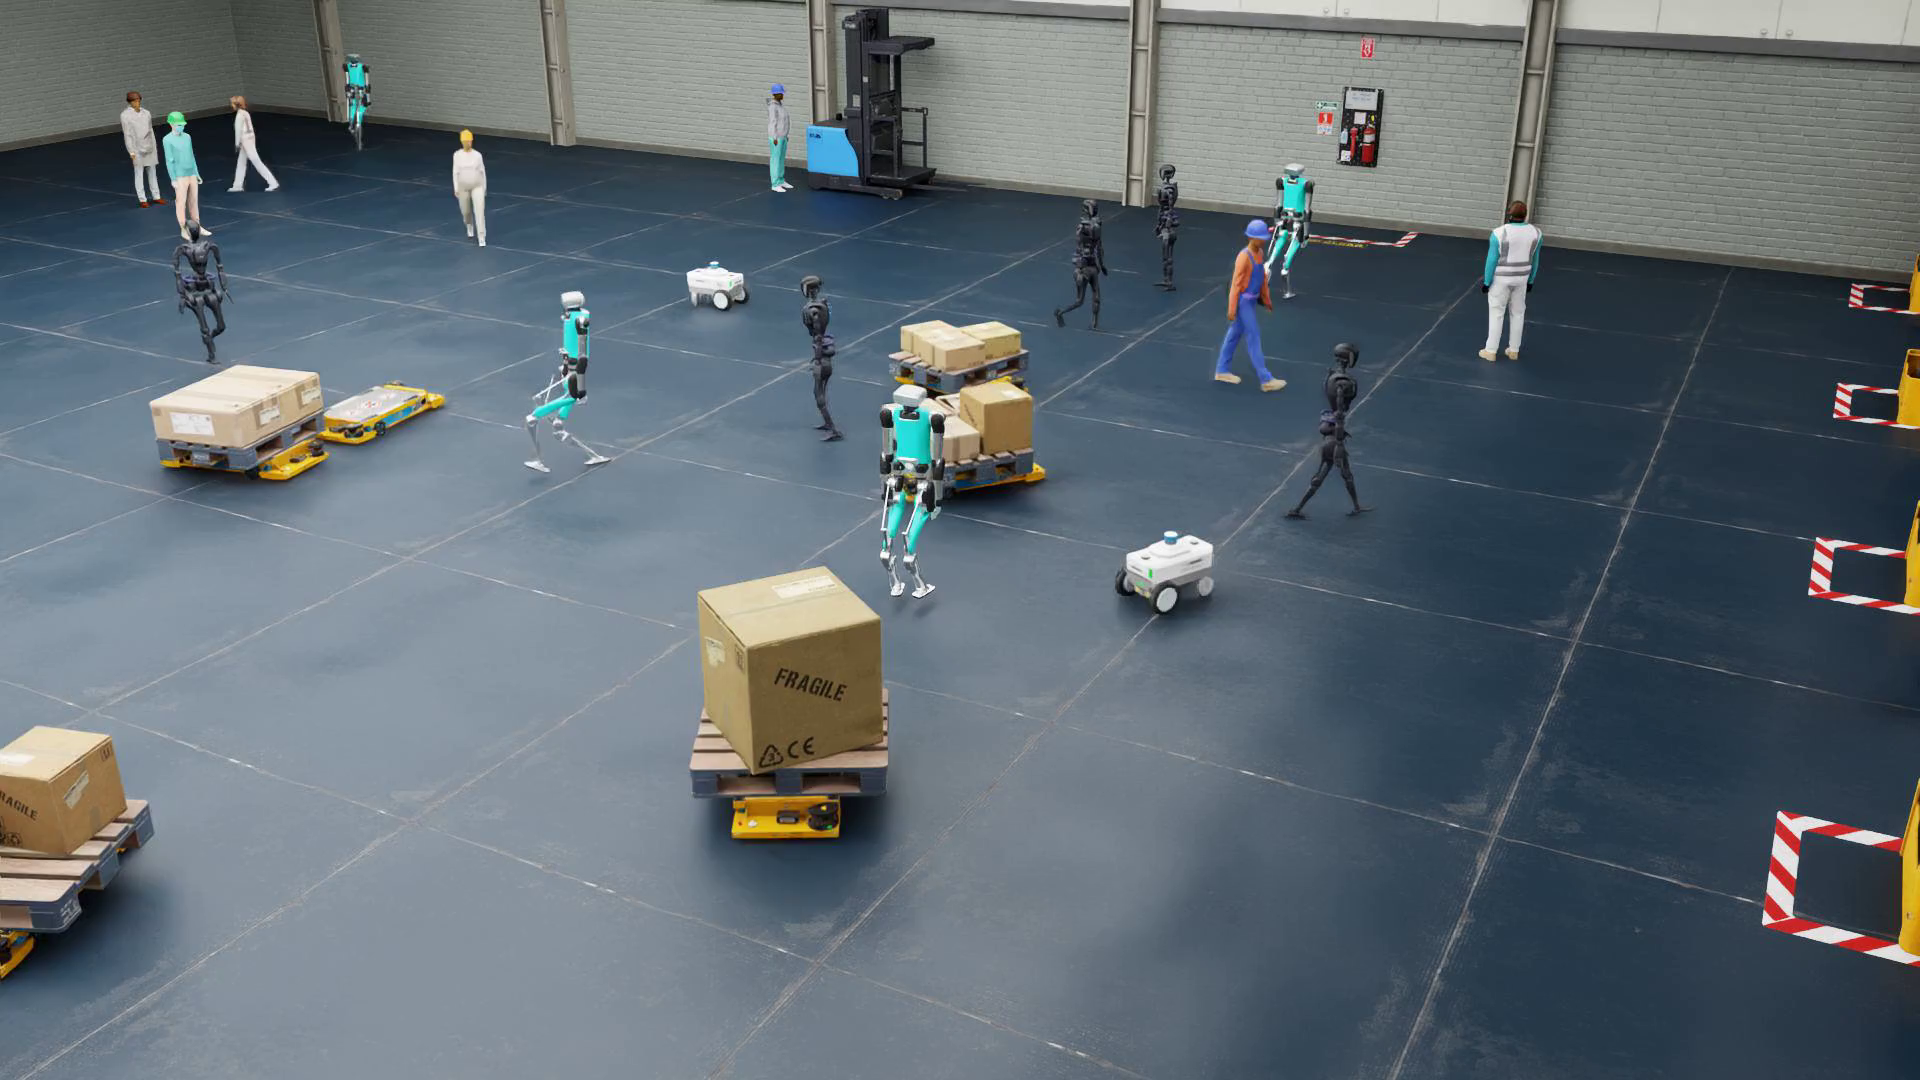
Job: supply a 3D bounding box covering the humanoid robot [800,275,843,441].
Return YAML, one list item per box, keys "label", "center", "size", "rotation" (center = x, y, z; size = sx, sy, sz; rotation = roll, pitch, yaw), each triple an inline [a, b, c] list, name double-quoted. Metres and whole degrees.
- label: "humanoid robot"
  center: [-1.408, -1.846, 16.670]
  size: [0.321, 1.638, 0.608]
  rotation: [-2, 23, -5]

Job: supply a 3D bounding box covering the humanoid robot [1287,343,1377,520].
- label: "humanoid robot"
  center: [3.319, -0.938, 14.619]
  size: [0.796, 1.622, 0.608]
  rotation: [5, 24, 11]

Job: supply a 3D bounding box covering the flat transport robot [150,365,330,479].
- label: "flat transport robot"
  center: [-6.923, -0.839, 16.115]
  size: [1.431, 0.231, 0.659]
  rotation: [7, 24, 15]

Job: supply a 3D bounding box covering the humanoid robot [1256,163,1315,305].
- label: "humanoid robot"
  center: [4.102, -3.876, 21.375]
  size: [0.548, 1.810, 0.891]
  rotation: [18, 29, 36]

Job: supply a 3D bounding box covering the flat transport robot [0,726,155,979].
- label: "flat transport robot"
  center: [-5.402, 1.993, 9.523]
  size: [0.659, 0.231, 1.431]
  rotation: [1, 23, 3]

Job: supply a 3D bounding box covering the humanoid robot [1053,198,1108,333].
- label: "humanoid robot"
  center: [1.498, -3.352, 20.213]
  size: [0.660, 1.637, 0.589]
  rotation: [15, 27, 31]

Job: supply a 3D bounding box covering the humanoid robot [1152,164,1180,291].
- label: "humanoid robot"
  center: [2.729, -4.136, 21.992]
  size: [0.315, 1.655, 0.599]
  rotation: [-2, 23, -4]

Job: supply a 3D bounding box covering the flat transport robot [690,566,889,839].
- label: "flat transport robot"
  center: [-1.062, 1.470, 10.741]
  size: [0.659, 0.231, 1.431]
  rotation: [-1, 23, -1]

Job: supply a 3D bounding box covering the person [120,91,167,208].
- label: "person"
  center: [-13.222, -6.317, 26.895]
  size: [0.367, 1.830, 0.503]
  rotation: [16, 28, 32]

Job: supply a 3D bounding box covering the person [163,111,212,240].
- label: "person"
  center: [-11.564, -5.437, 24.795]
  size: [0.354, 1.869, 0.507]
  rotation: [10, 25, 22]

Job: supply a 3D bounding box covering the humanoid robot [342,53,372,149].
- label: "humanoid robot"
  center: [-11.607, -8.315, 31.760]
  size: [0.531, 1.818, 0.820]
  rotation: [5, 24, 12]

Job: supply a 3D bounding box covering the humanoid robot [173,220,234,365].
- label: "humanoid robot"
  center: [-8.709, -2.864, 19.051]
  size: [0.522, 1.640, 0.609]
  rotation: [20, 30, 39]

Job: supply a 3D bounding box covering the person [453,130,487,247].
- label: "person"
  center: [-7.211, -5.215, 24.517]
  size: [0.463, 1.672, 0.733]
  rotation: [-5, 24, -11]

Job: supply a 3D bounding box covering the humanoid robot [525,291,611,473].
- label: "humanoid robot"
  center: [-3.868, -1.433, 15.701]
  size: [1.015, 1.773, 0.533]
  rotation: [-11, 26, -24]

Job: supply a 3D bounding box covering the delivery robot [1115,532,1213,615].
- label: "delivery robot"
  center: [1.661, 0.223, 13.266]
  size: [0.775, 0.583, 0.499]
  rotation: [-16, 28, -32]

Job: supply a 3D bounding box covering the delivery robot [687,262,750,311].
- label: "delivery robot"
  center: [-3.126, -3.274, 21.427]
  size: [0.769, 0.597, 0.508]
  rotation: [11, 26, 24]

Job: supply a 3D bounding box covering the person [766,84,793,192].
- label: "person"
  center: [-3.066, -6.795, 28.075]
  size: [0.360, 1.778, 0.526]
  rotation: [6, 24, 13]

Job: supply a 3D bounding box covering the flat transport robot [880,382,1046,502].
- label: "flat transport robot"
  center: [0.006, -0.666, 15.714]
  size: [1.431, 0.231, 0.659]
  rotation: [-11, 26, -24]

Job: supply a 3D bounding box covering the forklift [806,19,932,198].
- label: "forklift"
  center: [-1.573, -7.292, 27.850]
  size: [1.873, 2.768, 1.129]
  rotation: [12, 26, 25]

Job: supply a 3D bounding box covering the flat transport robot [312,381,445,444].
- label: "flat transport robot"
  center: [-6.064, -1.326, 17.249]
  size: [0.659, 0.231, 1.431]
  rotation: [8, 25, 19]

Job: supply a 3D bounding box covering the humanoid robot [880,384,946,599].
- label: "humanoid robot"
  center: [-0.440, -0.315, 12.866]
  size: [0.533, 1.677, 0.735]
  rotation: [8, 24, 18]

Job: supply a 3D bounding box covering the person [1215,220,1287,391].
- label: "person"
  center: [3.228, -2.554, 18.087]
  size: [0.957, 1.860, 0.529]
  rotation: [11, 26, 24]

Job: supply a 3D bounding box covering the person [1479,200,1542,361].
- label: "person"
  center: [6.296, -2.976, 19.099]
  size: [0.632, 1.841, 0.429]
  rotation: [-3, 23, -8]

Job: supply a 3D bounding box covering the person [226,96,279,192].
- label: "person"
  center: [-11.979, -6.643, 27.947]
  size: [0.854, 1.596, 0.524]
  rotation: [-6, 24, -14]

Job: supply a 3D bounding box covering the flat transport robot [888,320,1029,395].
- label: "flat transport robot"
  center: [0.003, -1.746, 18.227]
  size: [1.431, 0.231, 0.659]
  rotation: [21, 31, 40]
